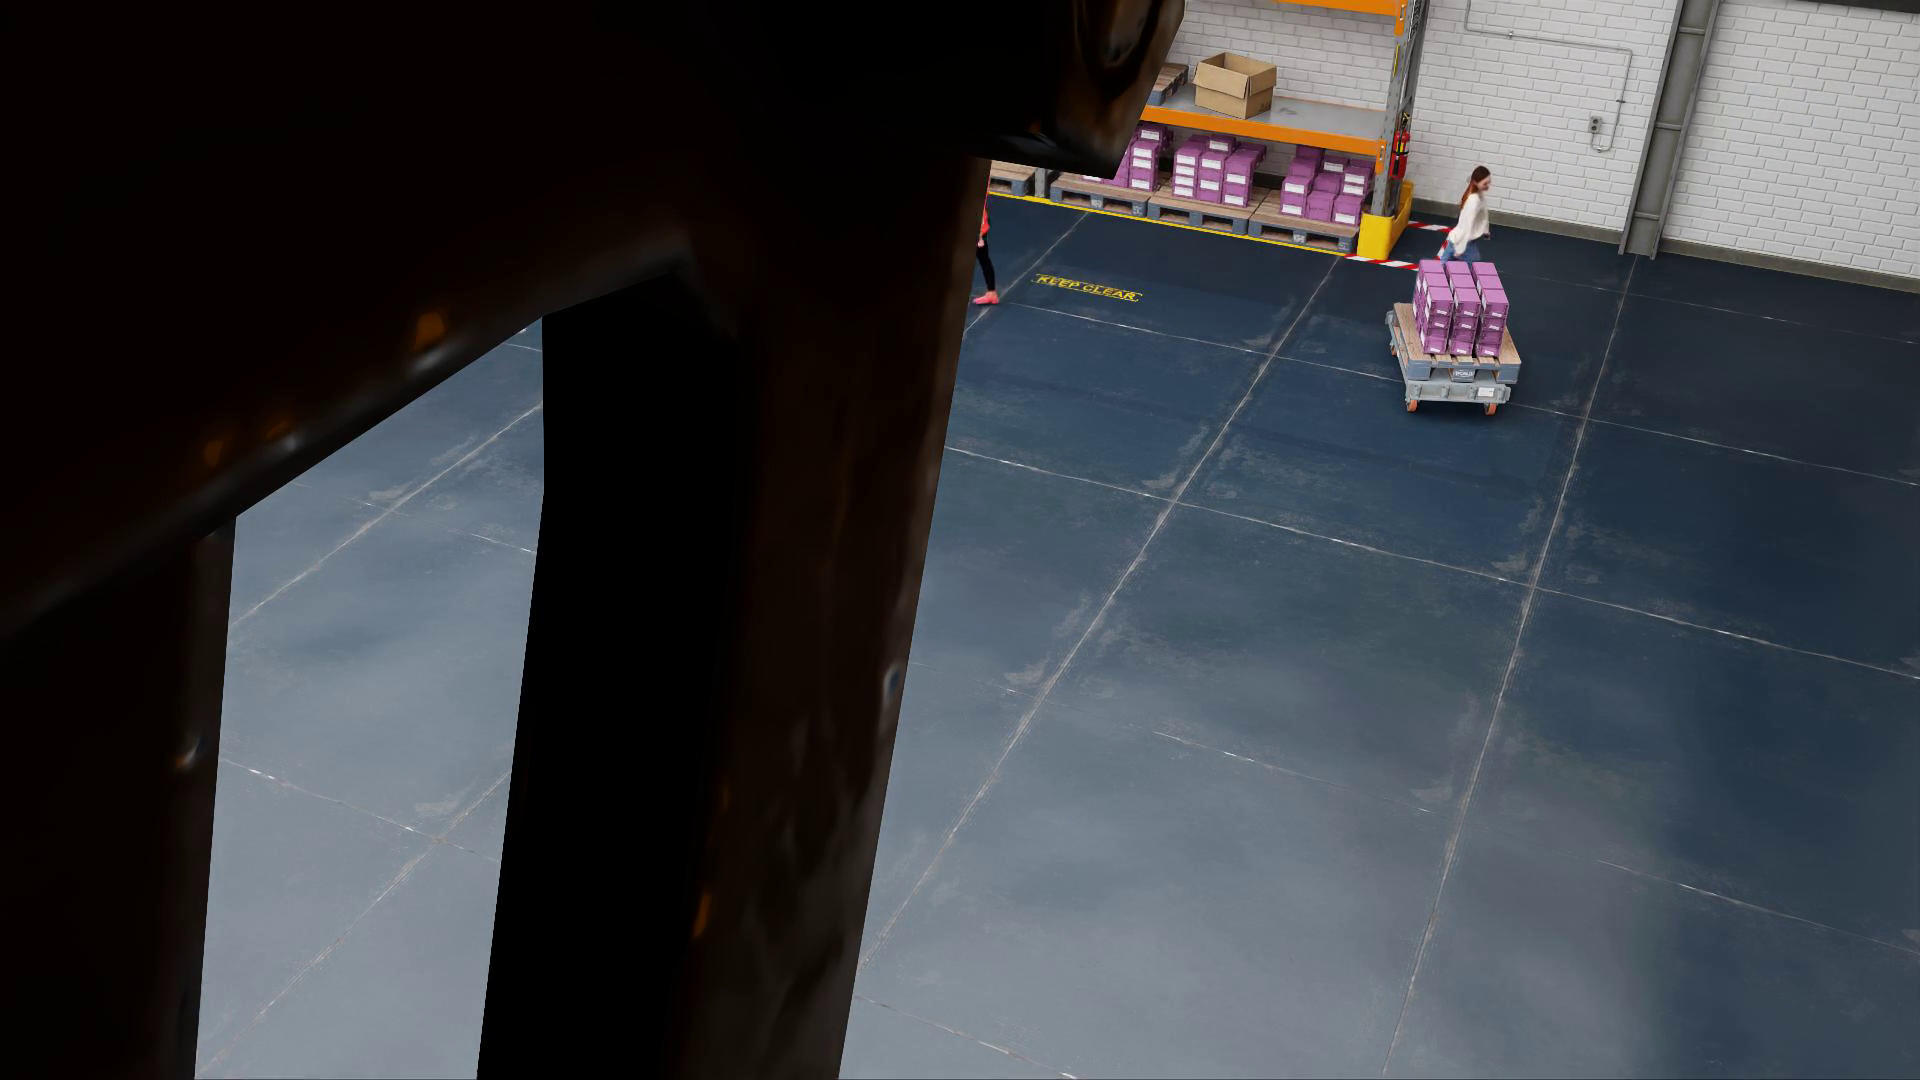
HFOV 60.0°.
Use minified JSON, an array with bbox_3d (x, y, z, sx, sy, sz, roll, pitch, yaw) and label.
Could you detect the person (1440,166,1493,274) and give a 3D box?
[{"bbox_3d":[4.995,-2.988,16.773,1.159,1.649,0.830,5,34,7],"label":"person"}]
